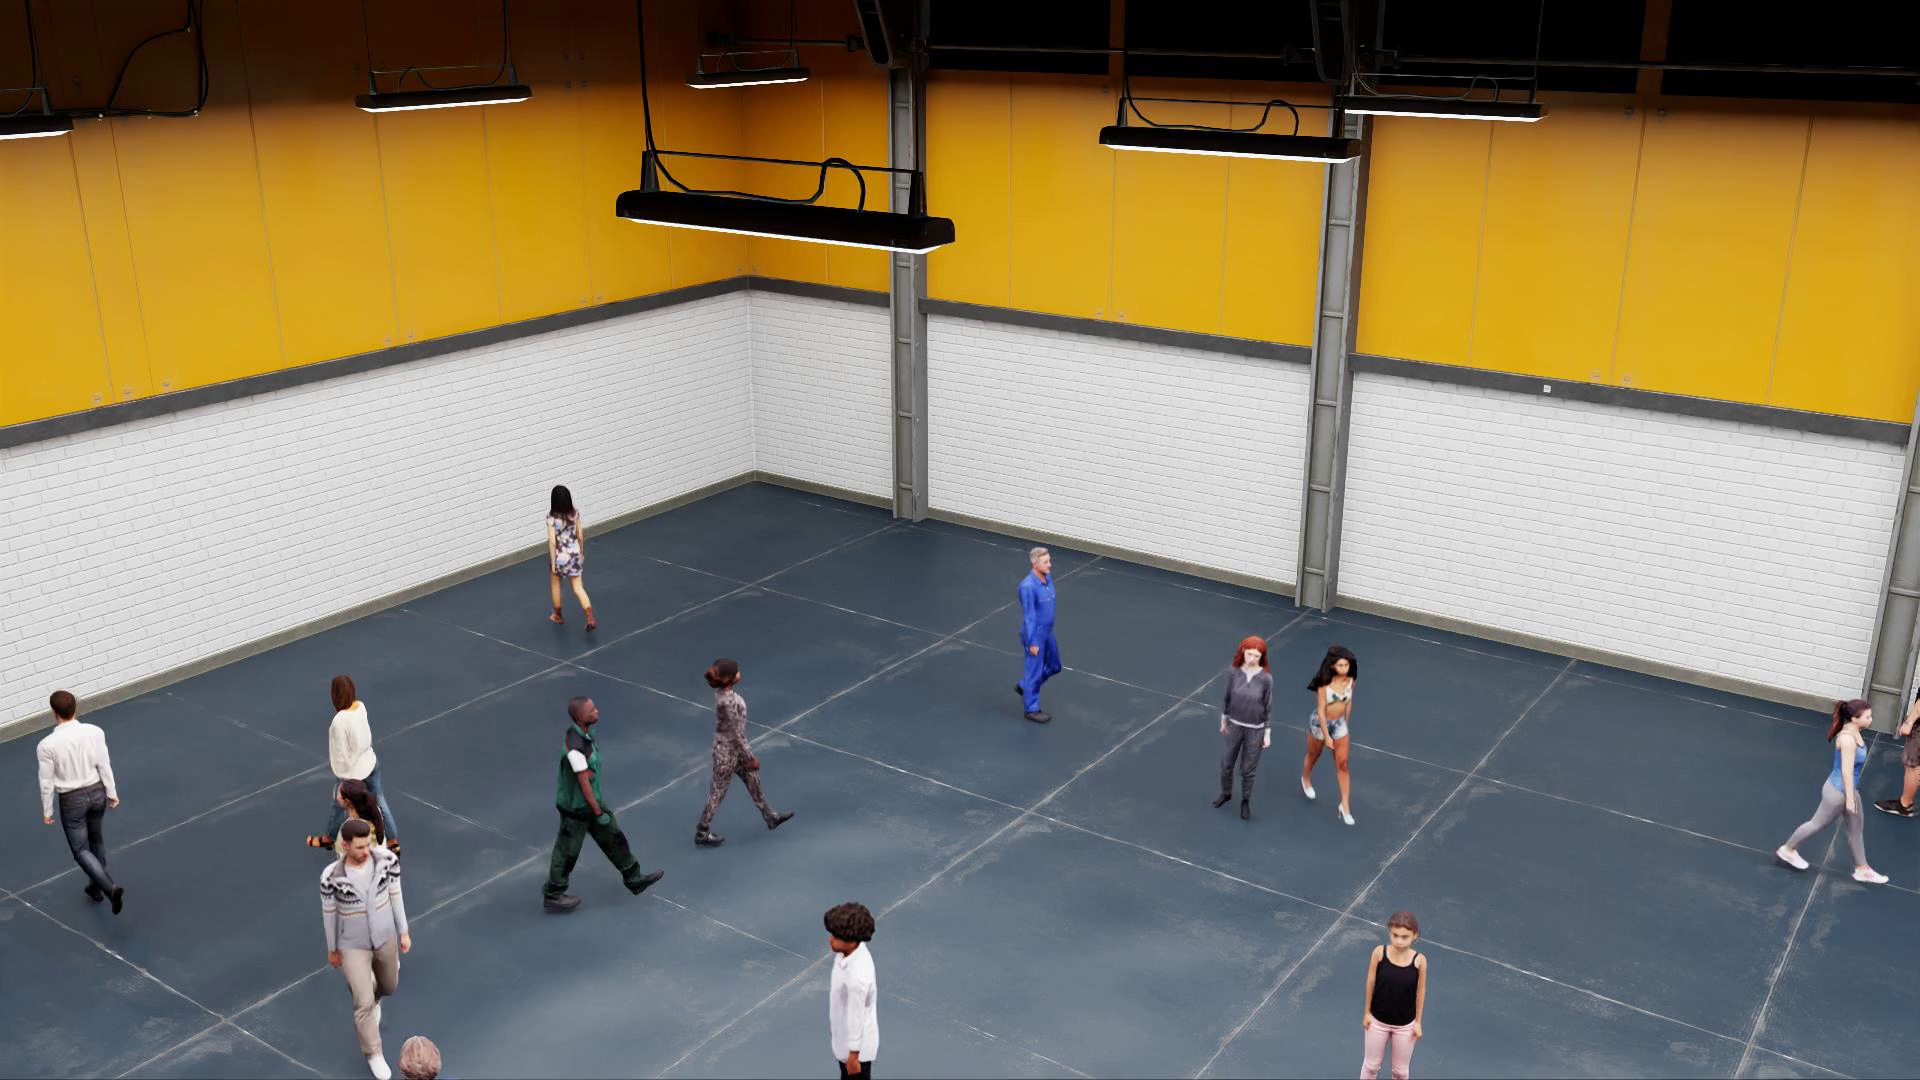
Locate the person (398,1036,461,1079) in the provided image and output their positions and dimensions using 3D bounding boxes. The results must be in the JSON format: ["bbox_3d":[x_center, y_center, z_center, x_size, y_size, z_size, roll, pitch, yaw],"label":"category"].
[{"bbox_3d":[-2.804,3.467,8.892,0.704,1.871,0.621,-16,24,-39],"label":"person"}]

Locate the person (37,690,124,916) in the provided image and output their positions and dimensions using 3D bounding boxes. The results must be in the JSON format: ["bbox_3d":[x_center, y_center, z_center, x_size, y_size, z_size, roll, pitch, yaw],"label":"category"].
[{"bbox_3d":[-6.822,2.093,13.017,1.074,1.842,0.753,15,24,38],"label":"person"}]

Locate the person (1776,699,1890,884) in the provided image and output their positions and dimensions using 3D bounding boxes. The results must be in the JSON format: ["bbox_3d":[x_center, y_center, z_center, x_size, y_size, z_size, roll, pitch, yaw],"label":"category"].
[{"bbox_3d":[7.121,2.042,13.595,1.043,1.571,0.569,13,22,33],"label":"person"}]

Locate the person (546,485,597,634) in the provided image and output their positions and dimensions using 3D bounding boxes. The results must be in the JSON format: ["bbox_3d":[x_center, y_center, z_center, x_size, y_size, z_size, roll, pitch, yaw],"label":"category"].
[{"bbox_3d":[-4.384,0.249,18.716,0.772,1.699,1.159,-16,24,-39],"label":"person"}]

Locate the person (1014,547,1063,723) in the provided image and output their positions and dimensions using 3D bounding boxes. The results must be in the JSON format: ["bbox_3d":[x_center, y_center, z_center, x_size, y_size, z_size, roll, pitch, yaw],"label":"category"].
[{"bbox_3d":[0.695,0.926,16.529,0.741,1.813,0.744,11,22,29],"label":"person"}]

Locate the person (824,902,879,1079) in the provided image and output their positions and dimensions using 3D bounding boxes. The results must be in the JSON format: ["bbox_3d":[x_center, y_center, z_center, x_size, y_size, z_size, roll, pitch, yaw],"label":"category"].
[{"bbox_3d":[-0.649,3.040,10.259,0.762,1.807,0.699,-3,19,-10],"label":"person"}]

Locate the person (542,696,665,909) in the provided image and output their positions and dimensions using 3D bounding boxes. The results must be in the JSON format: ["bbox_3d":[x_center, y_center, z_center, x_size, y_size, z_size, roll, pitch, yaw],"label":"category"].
[{"bbox_3d":[-3.058,2.112,13.054,1.271,1.783,1.140,-1,19,-3],"label":"person"}]

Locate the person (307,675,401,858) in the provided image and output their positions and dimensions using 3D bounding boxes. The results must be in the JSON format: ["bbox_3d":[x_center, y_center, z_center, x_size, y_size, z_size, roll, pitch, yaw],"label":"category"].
[{"bbox_3d":[-4.935,1.924,13.825,1.130,1.647,0.901,4,19,12],"label":"person"}]

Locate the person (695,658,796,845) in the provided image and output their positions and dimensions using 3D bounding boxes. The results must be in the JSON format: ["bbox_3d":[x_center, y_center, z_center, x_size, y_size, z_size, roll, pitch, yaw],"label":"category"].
[{"bbox_3d":[-2.042,1.832,14.062,1.111,1.670,1.063,-4,19,-10],"label":"person"}]

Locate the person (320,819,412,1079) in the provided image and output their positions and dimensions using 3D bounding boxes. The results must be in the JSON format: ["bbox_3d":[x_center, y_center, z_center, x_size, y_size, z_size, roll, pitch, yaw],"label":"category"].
[{"bbox_3d":[-4.050,2.674,11.308,0.890,1.831,1.159,-13,23,-34],"label":"person"}]

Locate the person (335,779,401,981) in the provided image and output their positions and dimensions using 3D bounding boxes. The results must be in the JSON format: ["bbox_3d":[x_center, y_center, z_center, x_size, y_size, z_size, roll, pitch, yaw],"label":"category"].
[{"bbox_3d":[-4.336,2.487,12.177,0.696,1.631,0.712,3,19,9],"label":"person"}]

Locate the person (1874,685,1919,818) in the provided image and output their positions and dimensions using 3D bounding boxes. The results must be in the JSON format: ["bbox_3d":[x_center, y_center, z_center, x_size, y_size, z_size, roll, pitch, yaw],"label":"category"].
[{"bbox_3d":[8.522,1.602,14.473,0.912,1.843,0.736,17,25,41],"label":"person"}]

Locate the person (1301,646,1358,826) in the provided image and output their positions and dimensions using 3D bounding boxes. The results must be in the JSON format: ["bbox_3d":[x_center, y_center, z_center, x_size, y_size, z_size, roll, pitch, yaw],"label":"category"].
[{"bbox_3d":[3.205,1.670,14.689,0.950,1.577,1.061,-6,19,-16],"label":"person"}]

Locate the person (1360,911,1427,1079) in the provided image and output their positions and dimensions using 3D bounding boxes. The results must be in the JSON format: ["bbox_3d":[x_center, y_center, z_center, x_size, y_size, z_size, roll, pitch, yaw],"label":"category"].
[{"bbox_3d":[2.748,3.057,10.589,0.547,1.565,0.662,5,19,15],"label":"person"}]

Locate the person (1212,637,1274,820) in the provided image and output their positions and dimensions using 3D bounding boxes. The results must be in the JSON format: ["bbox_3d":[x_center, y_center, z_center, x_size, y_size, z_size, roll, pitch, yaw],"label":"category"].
[{"bbox_3d":[2.497,1.637,14.520,0.568,1.748,0.751,14,23,36],"label":"person"}]
